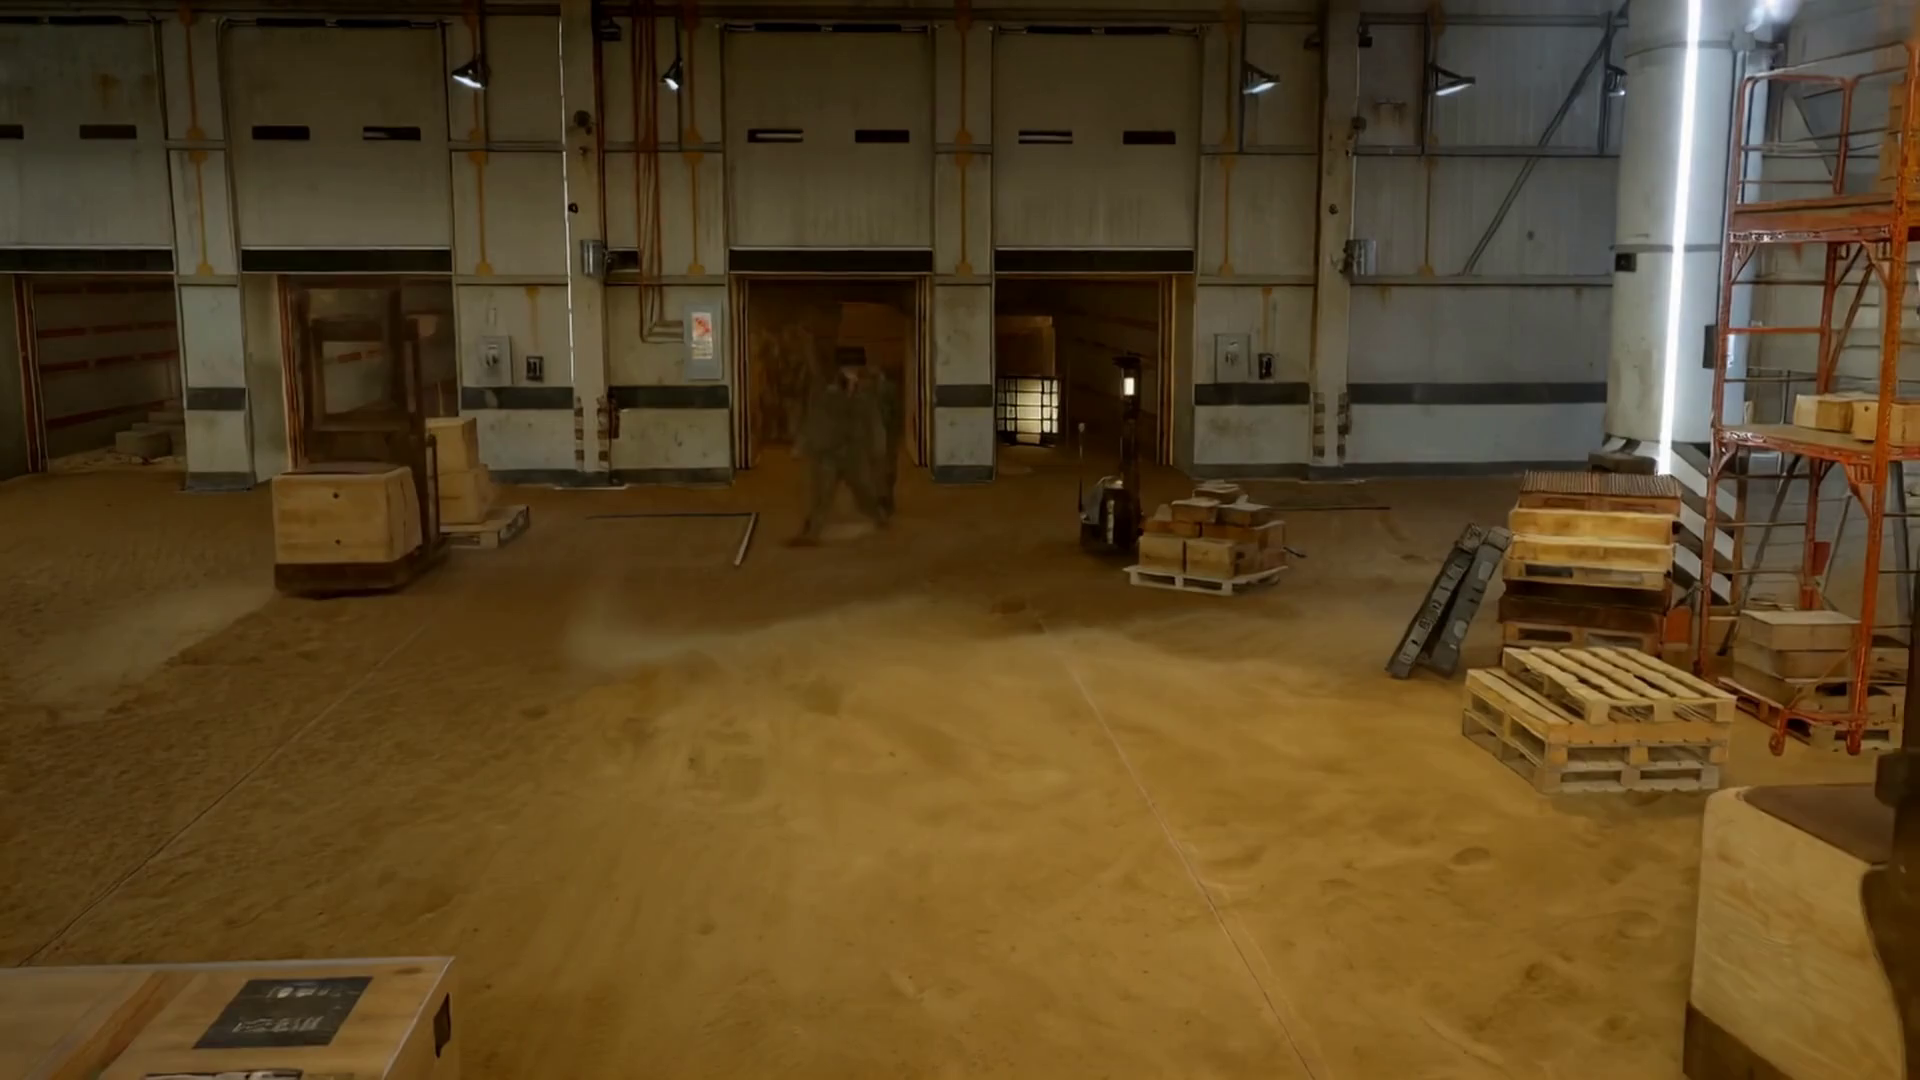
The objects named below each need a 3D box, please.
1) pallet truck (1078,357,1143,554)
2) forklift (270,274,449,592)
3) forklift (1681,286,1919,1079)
[{"bbox_3d":[2.088,-0.836,16.757,1.885,1.965,0.823,2,9,13],"label":"pallet truck"},{"bbox_3d":[-5.523,-1.029,15.205,1.129,2.768,1.873,-1,9,-4],"label":"forklift"},{"bbox_3d":[3.157,0.631,4.787,1.129,2.768,1.873,-2,9,-10],"label":"forklift"}]
